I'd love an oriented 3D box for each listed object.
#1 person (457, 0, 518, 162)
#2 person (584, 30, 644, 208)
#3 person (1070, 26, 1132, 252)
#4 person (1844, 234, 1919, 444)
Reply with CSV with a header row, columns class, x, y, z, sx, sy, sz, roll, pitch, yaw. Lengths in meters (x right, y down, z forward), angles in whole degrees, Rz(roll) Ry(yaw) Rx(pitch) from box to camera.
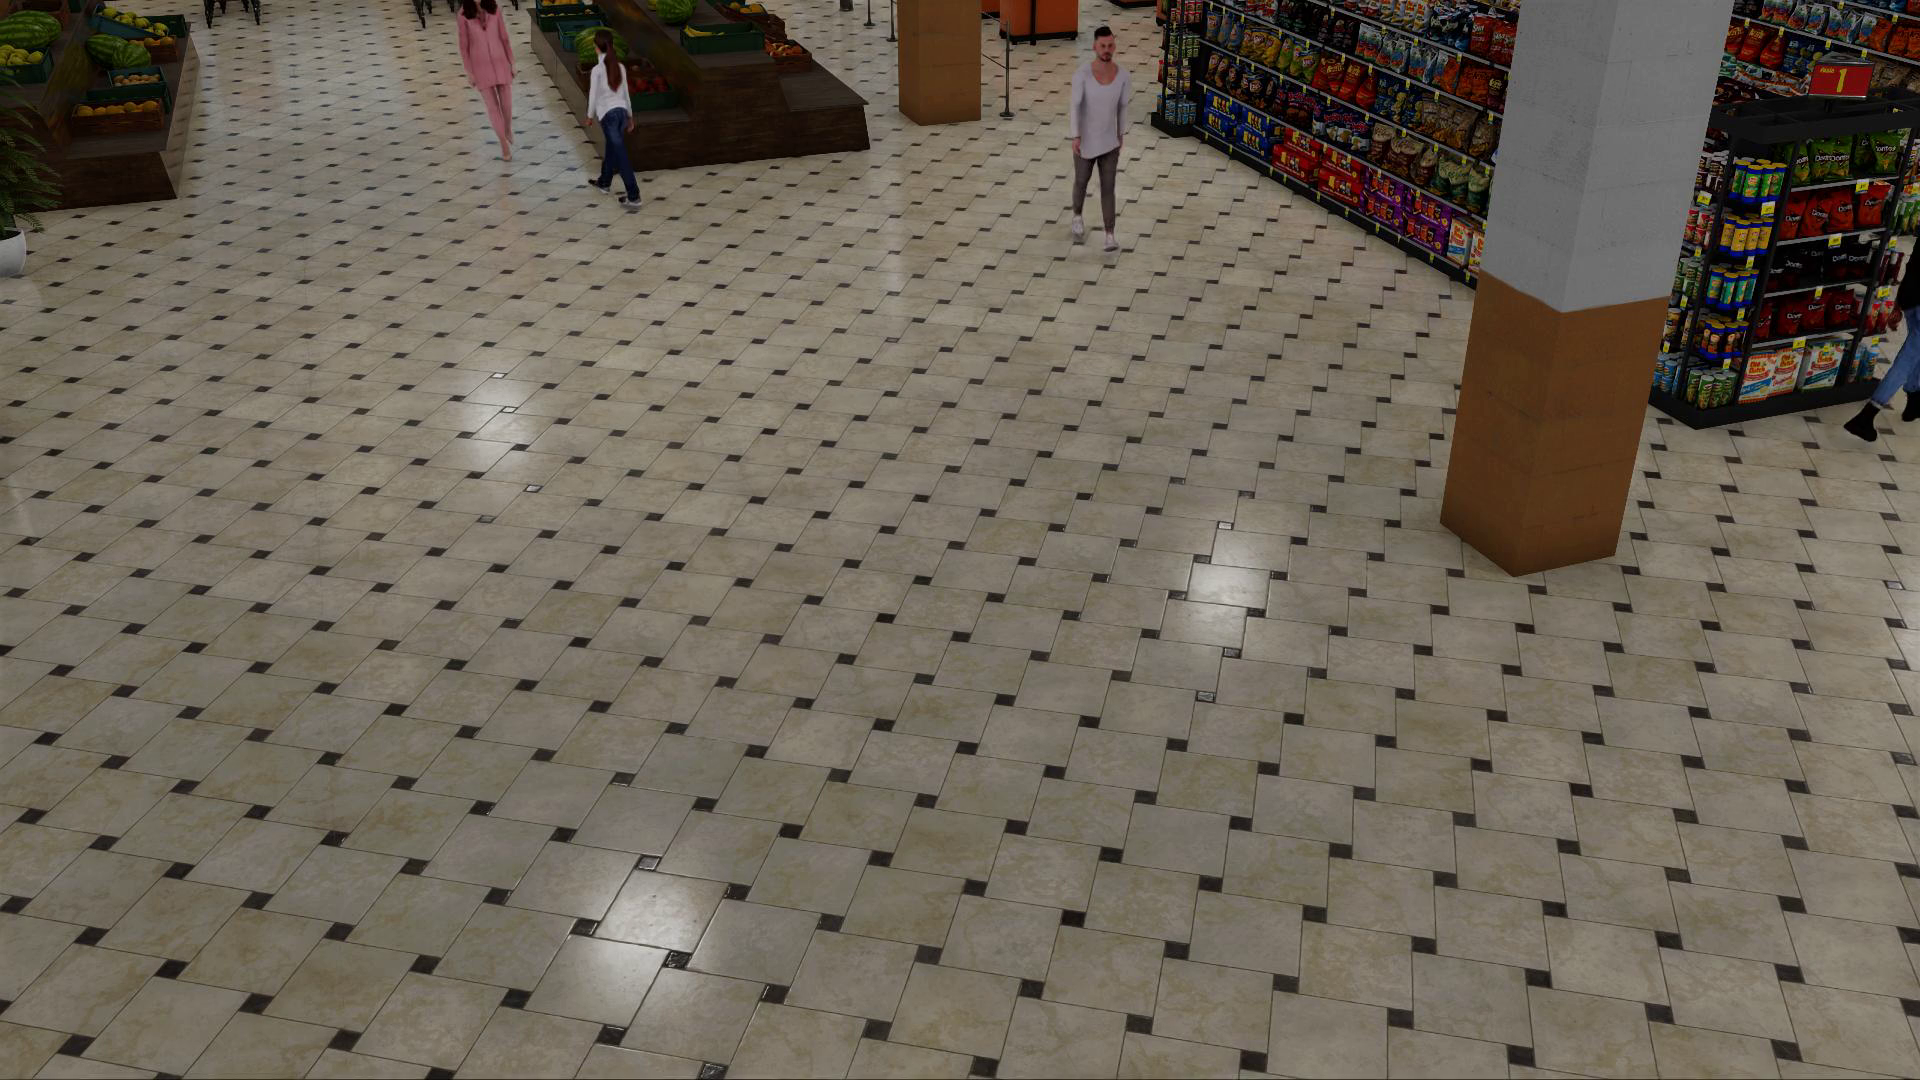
class,x,y,z,sx,sy,sz,roll,pitch,yaw
person,-4.570,-4.592,16.150,0.657,1.777,0.766,-12,31,-21
person,-3.036,-3.717,14.812,1.010,1.522,0.834,20,35,32
person,1.105,-3.346,13.851,0.832,1.793,1.205,-4,29,-8
person,5.976,-1.386,10.401,0.708,1.660,1.102,-12,31,-21
